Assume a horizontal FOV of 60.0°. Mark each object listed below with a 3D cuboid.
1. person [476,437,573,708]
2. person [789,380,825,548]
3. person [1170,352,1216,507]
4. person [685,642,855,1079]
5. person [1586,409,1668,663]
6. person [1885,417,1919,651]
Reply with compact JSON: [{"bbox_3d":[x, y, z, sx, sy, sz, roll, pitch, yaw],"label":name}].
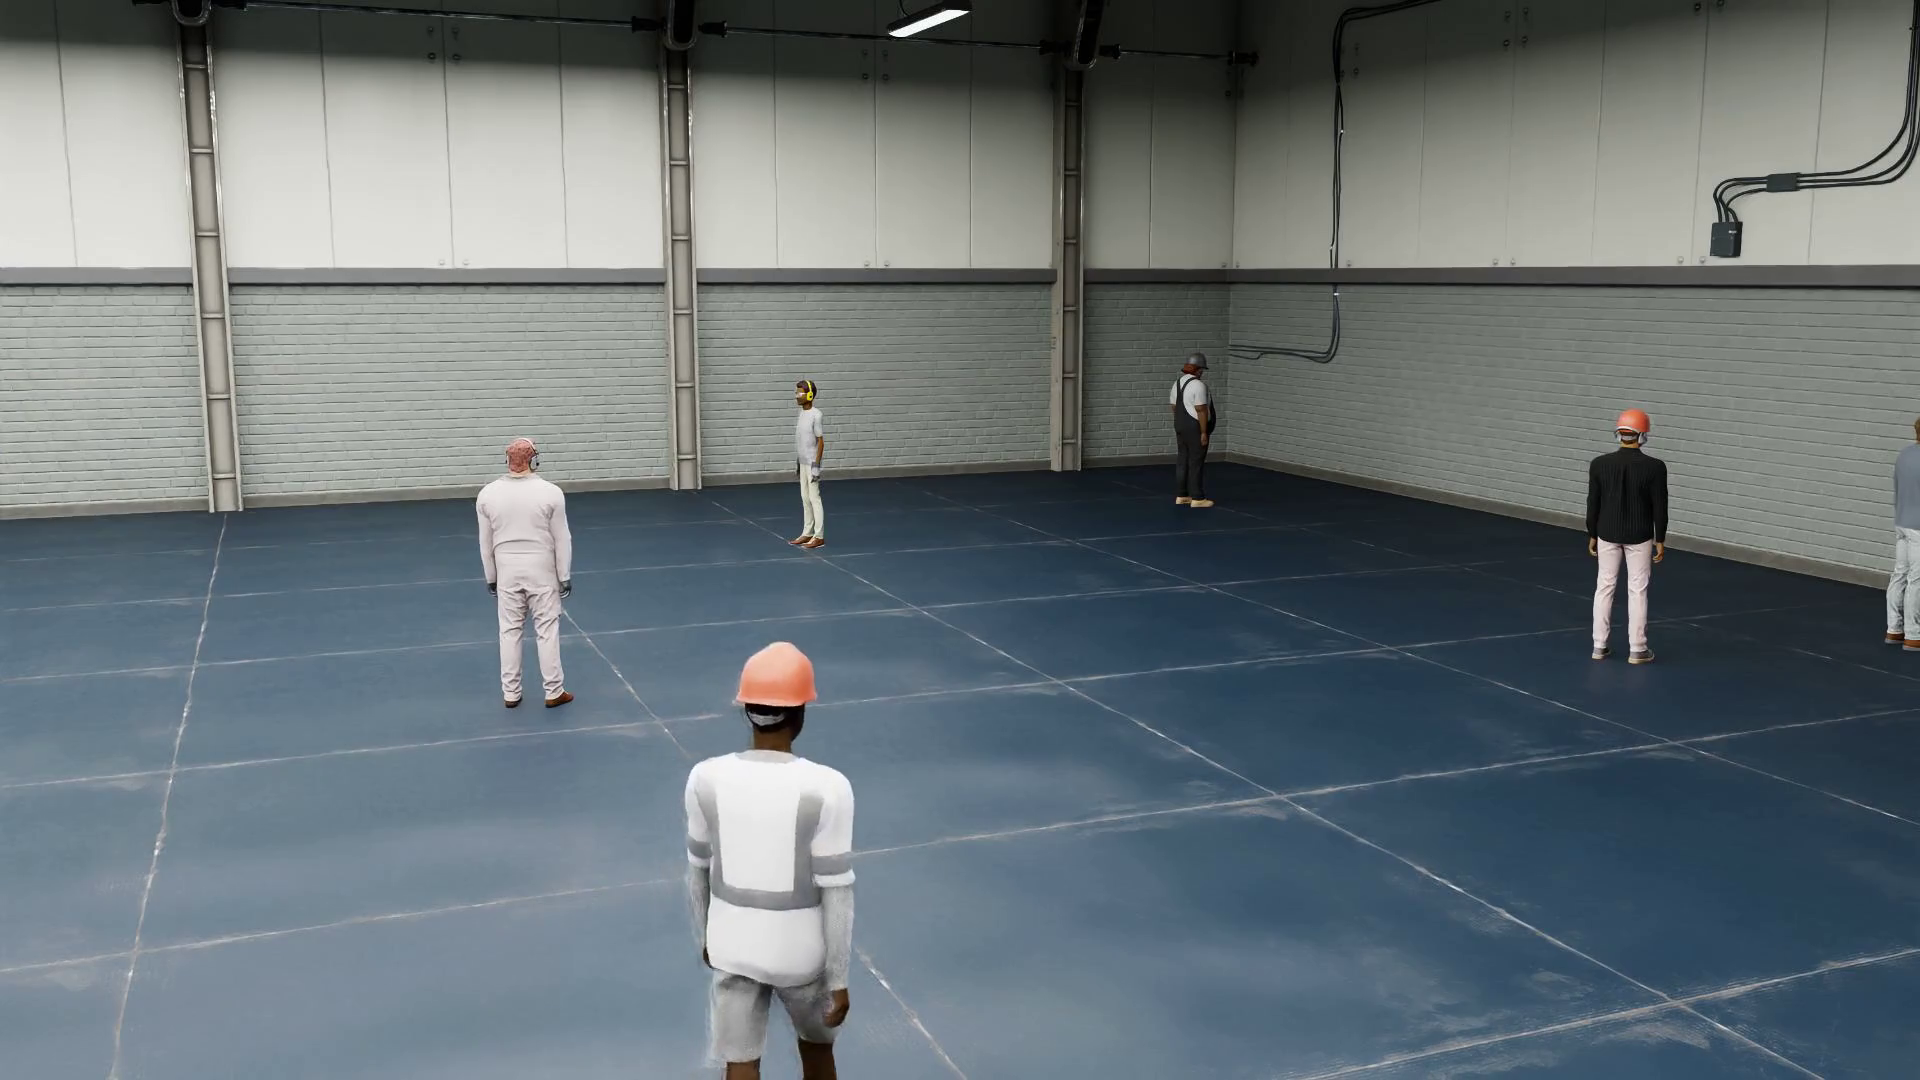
[{"bbox_3d":[-3.026,0.235,11.663,0.641,1.908,0.409,0,9,2],"label":"person"},{"bbox_3d":[-1.697,-0.842,18.534,0.328,1.873,0.521,-5,10,-30],"label":"person"},{"bbox_3d":[3.102,-1.462,21.899,0.536,2.000,0.676,-4,10,-26],"label":"person"},{"bbox_3d":[-0.565,1.253,5.282,0.566,1.896,0.916,2,9,11],"label":"person"},{"bbox_3d":[5.228,-0.030,13.047,0.611,1.995,0.380,7,11,37],"label":"person"},{"bbox_3d":[7.784,-0.071,13.482,0.368,1.940,0.632,0,9,3],"label":"person"}]
